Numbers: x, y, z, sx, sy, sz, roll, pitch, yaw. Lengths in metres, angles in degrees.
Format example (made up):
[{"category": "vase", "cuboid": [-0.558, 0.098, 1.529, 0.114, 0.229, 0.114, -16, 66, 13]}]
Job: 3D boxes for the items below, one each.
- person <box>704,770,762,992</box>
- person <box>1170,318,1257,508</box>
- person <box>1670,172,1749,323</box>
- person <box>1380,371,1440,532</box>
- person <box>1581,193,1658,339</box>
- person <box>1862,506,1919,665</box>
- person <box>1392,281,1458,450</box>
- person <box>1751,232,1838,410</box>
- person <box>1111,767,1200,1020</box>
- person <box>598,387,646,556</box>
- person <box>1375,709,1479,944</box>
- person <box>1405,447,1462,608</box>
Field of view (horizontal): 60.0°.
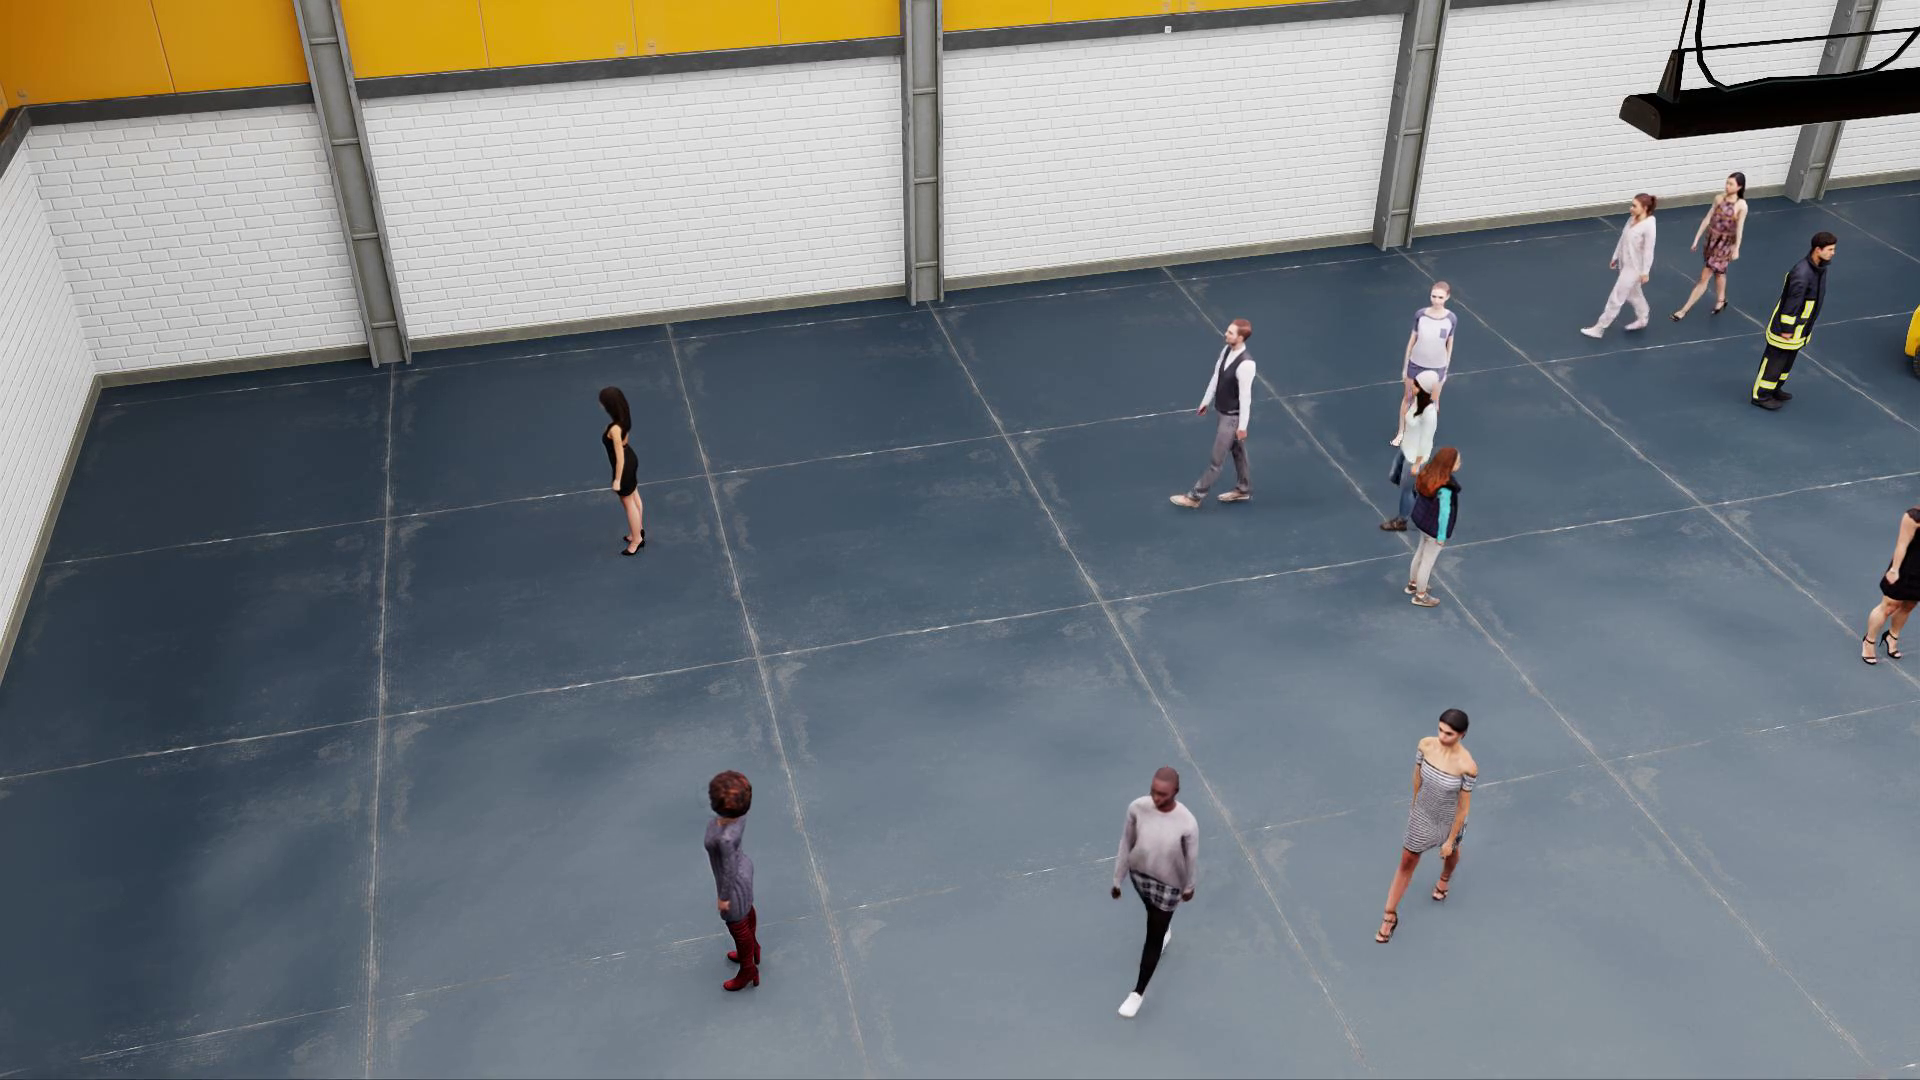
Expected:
[{"category": "person", "cuboid": [-1.415, 2.133, 10.457, 0.613, 1.712, 0.637, 1, 34, 1]}, {"category": "person", "cuboid": [2.571, -1.156, 15.229, 1.067, 1.908, 0.754, -4, 34, -6]}, {"category": "person", "cuboid": [8.517, -3.253, 18.549, 1.218, 1.723, 0.836, -18, 37, -24]}, {"category": "person", "cuboid": [4.150, -0.780, 14.906, 0.764, 1.637, 0.643, -2, 34, -3]}, {"category": "person", "cuboid": [7.457, -2.992, 18.229, 1.106, 1.644, 0.749, -3, 34, -5]}, {"category": "person", "cuboid": [7.620, 0.242, 13.296, 0.519, 1.718, 0.699, -8, 34, -12]}, {"category": "person", "cuboid": [4.554, -1.717, 16.193, 0.647, 1.775, 0.734, 11, 35, 16]}, {"category": "person", "cuboid": [8.436, -2.242, 16.848, 0.783, 1.924, 0.929, -25, 41, -33]}, {"category": "person", "cuboid": [1.280, 2.079, 10.522, 1.123, 1.729, 1.205, 18, 38, 25]}, {"category": "person", "cuboid": [-2.950, -0.618, 14.657, 0.563, 1.644, 0.608, 0, 34, 0]}, {"category": "person", "cuboid": [3.193, 1.802, 10.904, 1.007, 1.769, 1.188, 25, 41, 33]}, {"category": "person", "cuboid": [4.000, -0.136, 14.063, 0.638, 1.500, 0.624, -1, 34, -1]}]
